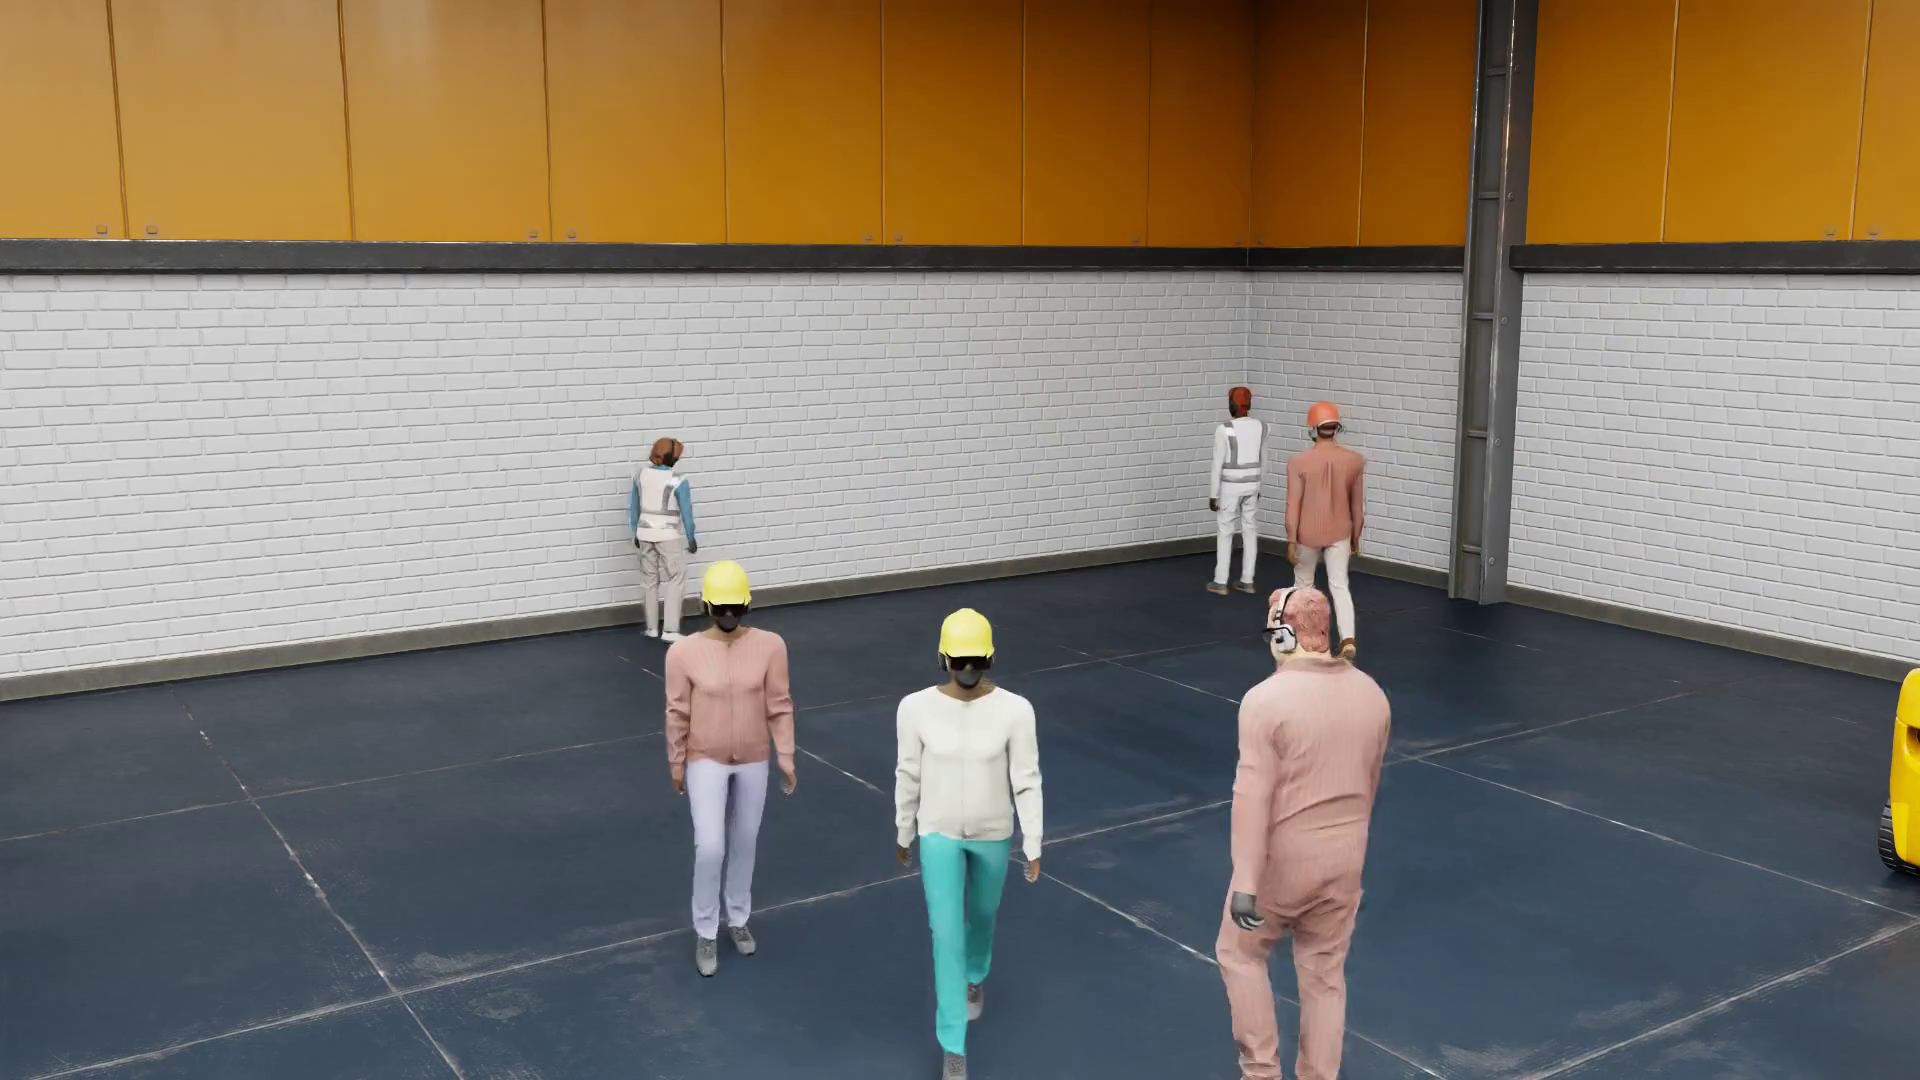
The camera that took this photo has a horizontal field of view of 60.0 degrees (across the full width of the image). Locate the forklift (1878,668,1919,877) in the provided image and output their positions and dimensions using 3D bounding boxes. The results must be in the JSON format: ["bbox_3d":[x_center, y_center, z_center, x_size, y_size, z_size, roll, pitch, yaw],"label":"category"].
[{"bbox_3d":[5.511,0.571,7.906,2.313,2.155,1.214,-6,11,-33],"label":"forklift"}]

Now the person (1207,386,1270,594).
[{"bbox_3d":[2.493,-0.444,14.962,0.588,1.884,0.391,-4,10,-22],"label":"person"}]

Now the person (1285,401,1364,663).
[{"bbox_3d":[2.713,-0.048,12.325,0.621,1.964,0.956,-1,9,-5],"label":"person"}]

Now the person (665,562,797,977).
[{"bbox_3d":[-0.955,0.948,7.006,0.524,1.745,0.576,-4,10,-22],"label":"person"}]

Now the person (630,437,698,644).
[{"bbox_3d":[-2.316,0.008,13.016,0.681,1.624,0.424,5,11,27],"label":"person"}]

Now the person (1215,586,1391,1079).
[{"bbox_3d":[1.141,1.093,5.698,0.686,1.878,0.546,-5,11,-29],"label":"person"}]

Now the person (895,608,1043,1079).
[{"bbox_3d":[0.029,1.082,6.238,0.537,1.727,0.887,-1,9,-3],"label":"person"}]
